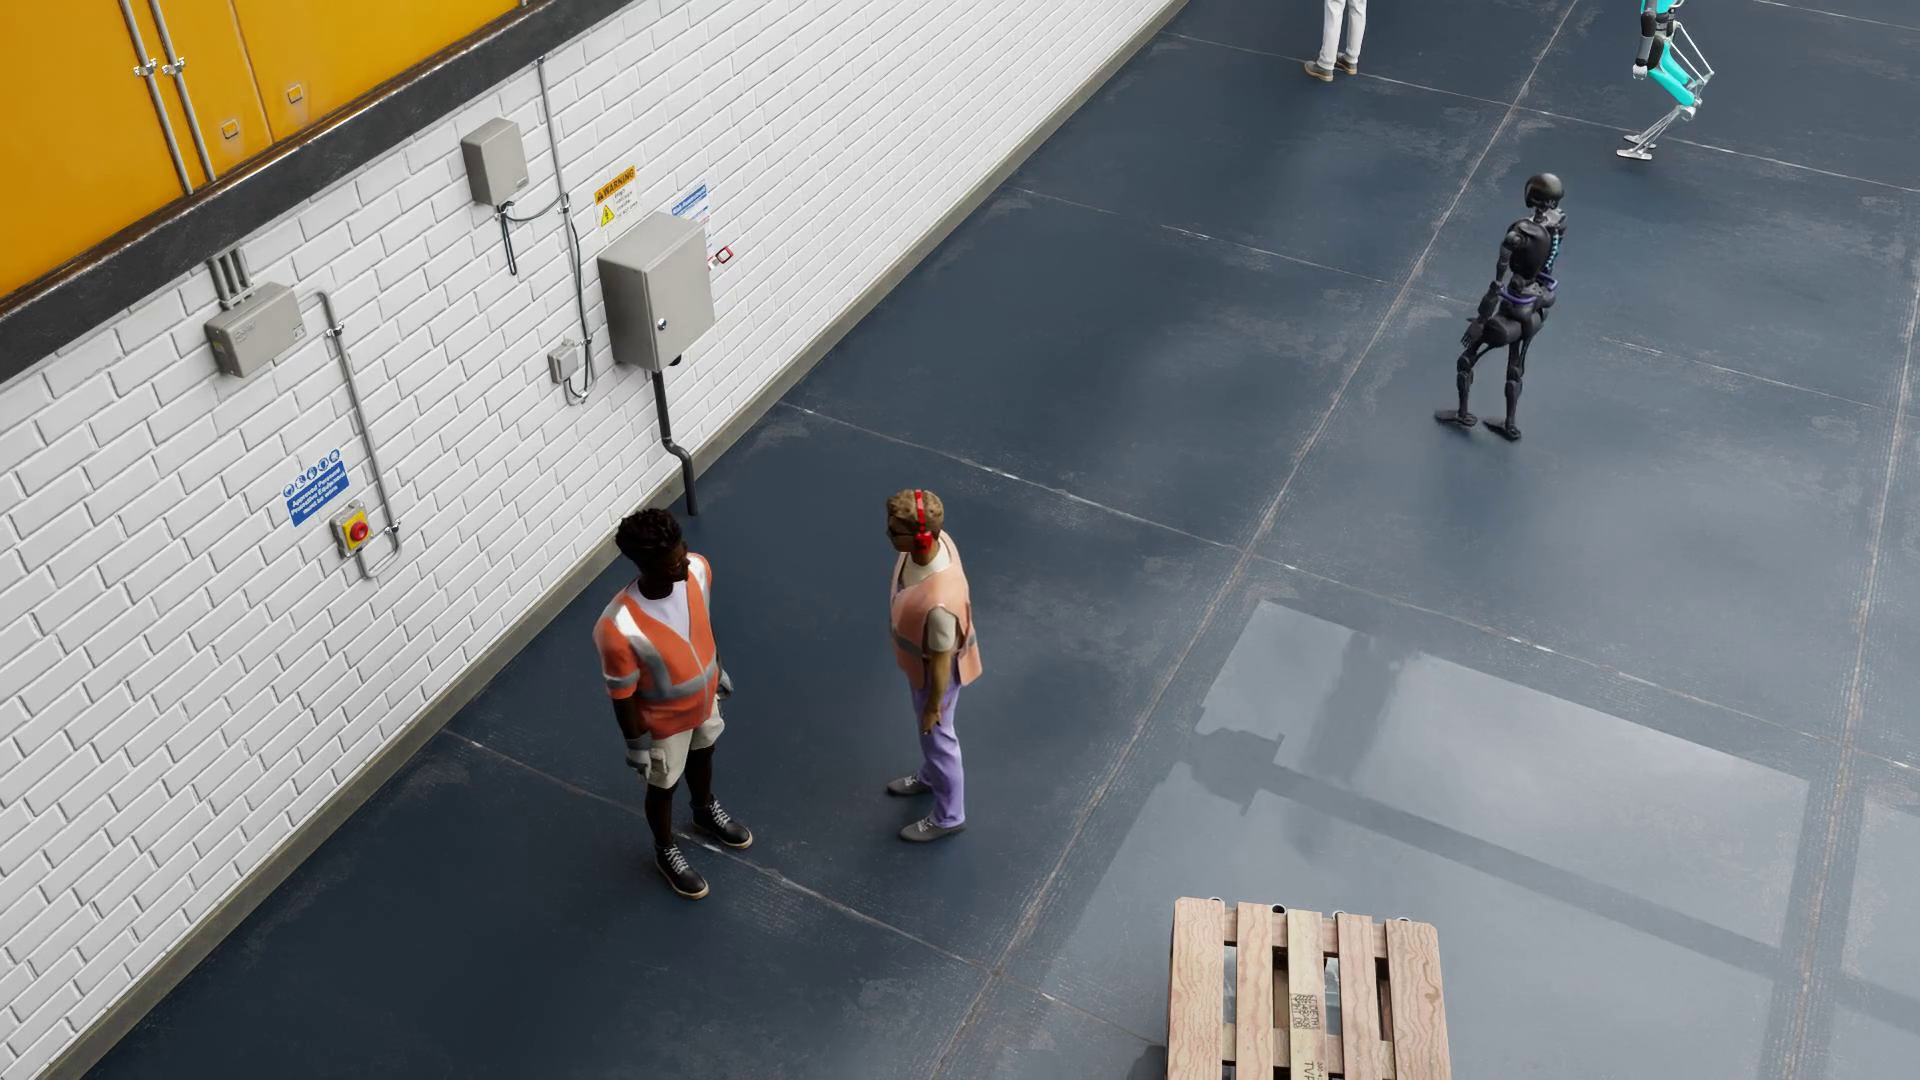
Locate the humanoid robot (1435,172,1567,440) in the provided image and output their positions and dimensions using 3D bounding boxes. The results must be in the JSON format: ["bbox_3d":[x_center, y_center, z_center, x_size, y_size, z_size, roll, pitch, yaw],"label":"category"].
[{"bbox_3d":[3.077,-1.307,9.273,0.590,1.647,0.466,-28,48,-28],"label":"humanoid robot"}]

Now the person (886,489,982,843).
[{"bbox_3d":[-0.117,0.528,7.031,0.395,1.836,0.563,-7,41,-8],"label":"person"}]

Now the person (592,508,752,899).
[{"bbox_3d":[-1.157,0.658,6.776,0.361,1.965,0.612,23,46,24],"label":"person"}]

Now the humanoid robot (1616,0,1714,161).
[{"bbox_3d":[5.020,-3.441,11.601,0.735,1.677,0.533,23,46,25],"label":"humanoid robot"}]

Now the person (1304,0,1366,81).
[{"bbox_3d":[2.994,-4.475,12.790,0.584,1.882,0.344,-19,44,-20],"label":"person"}]
